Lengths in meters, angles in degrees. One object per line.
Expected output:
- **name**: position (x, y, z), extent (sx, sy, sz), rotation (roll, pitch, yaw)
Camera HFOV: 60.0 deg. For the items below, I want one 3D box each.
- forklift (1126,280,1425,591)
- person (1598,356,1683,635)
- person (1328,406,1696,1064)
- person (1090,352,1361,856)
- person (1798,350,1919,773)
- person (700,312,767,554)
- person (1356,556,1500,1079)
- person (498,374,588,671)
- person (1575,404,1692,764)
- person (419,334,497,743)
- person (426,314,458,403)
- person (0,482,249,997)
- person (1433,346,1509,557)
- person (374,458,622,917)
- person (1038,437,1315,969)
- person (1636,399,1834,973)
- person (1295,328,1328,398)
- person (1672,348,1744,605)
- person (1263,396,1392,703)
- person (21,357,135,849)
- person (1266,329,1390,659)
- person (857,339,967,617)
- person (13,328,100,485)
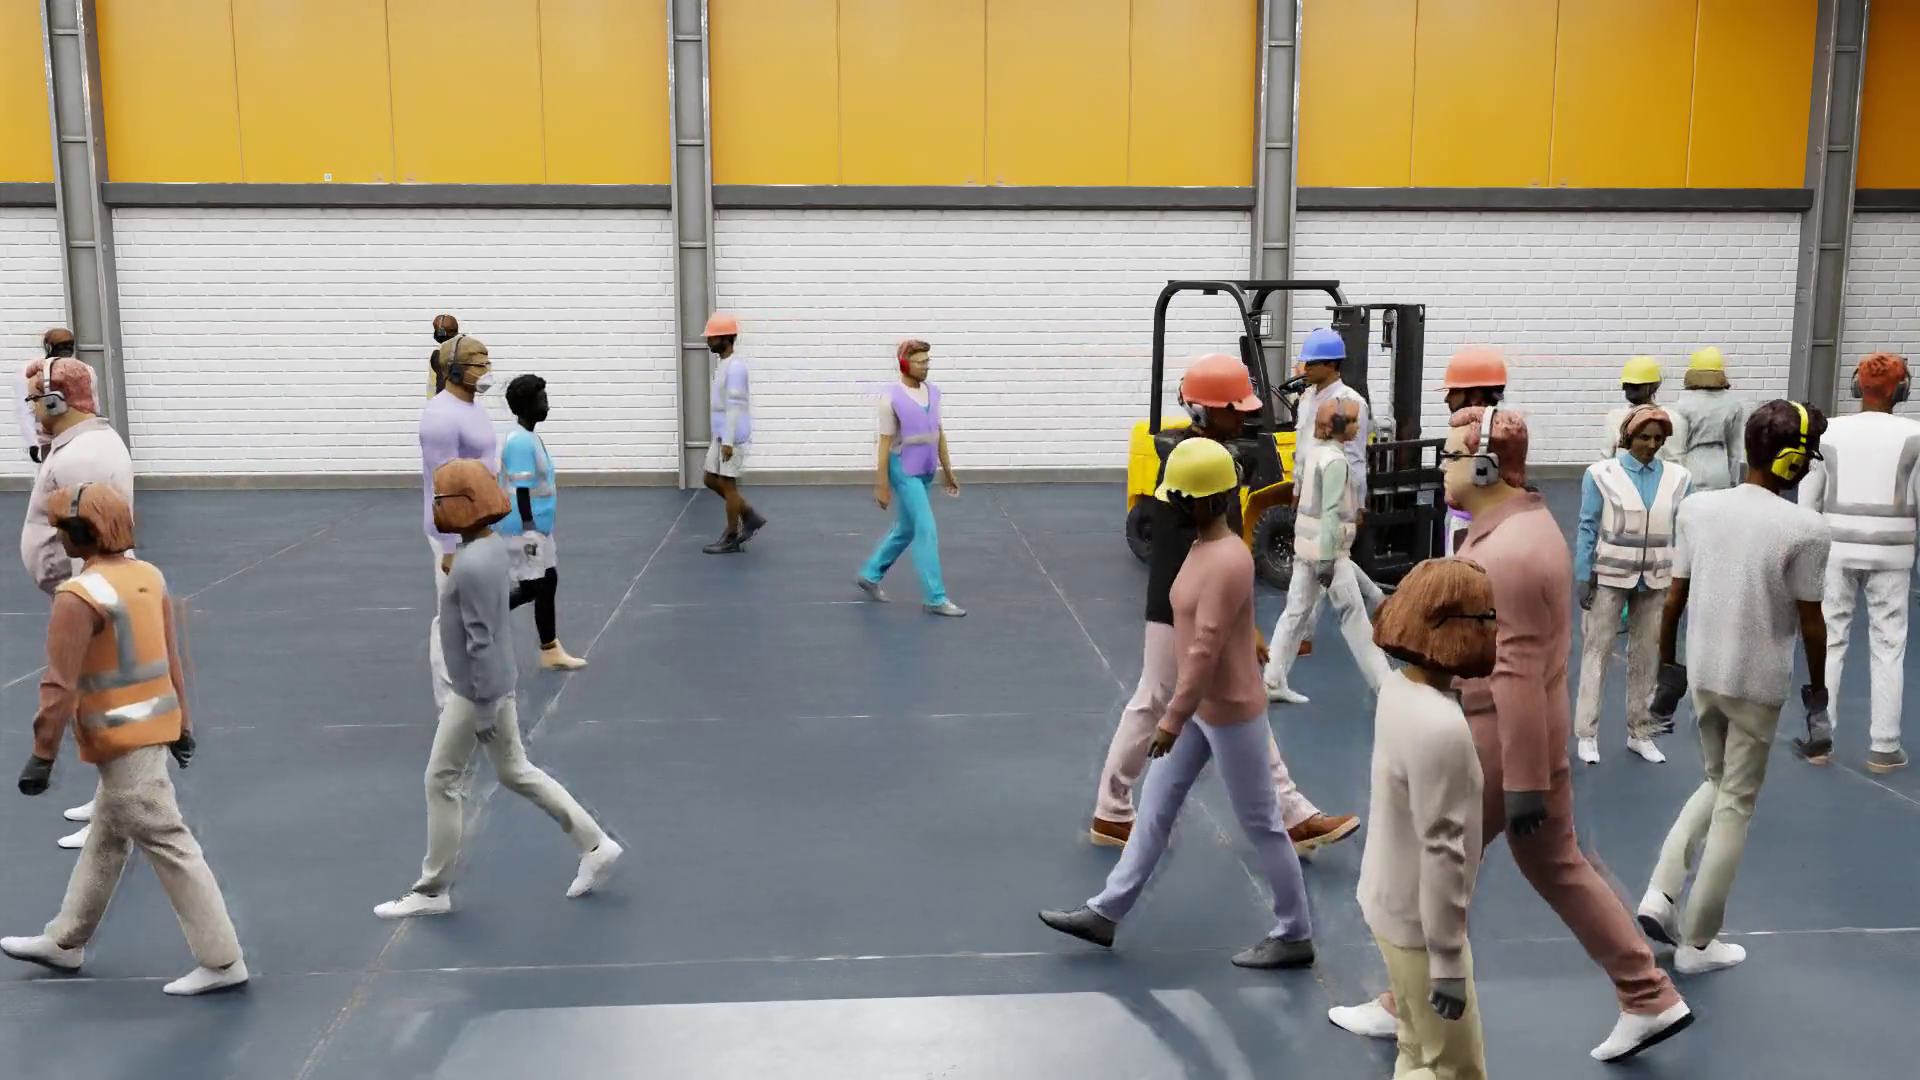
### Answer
- **forklift**: position (2.301, -0.860, 12.475), extent (1.214, 2.155, 2.313), rotation (-6, 11, -35)
- **person**: position (4.300, -0.298, 10.428), extent (0.879, 1.728, 0.530), rotation (-6, 11, -31)
- **person**: position (1.595, 0.555, 4.653), extent (0.955, 1.867, 0.652), rotation (4, 10, 25)
- **person**: position (0.956, 0.271, 6.200), extent (1.054, 1.926, 0.606), rotation (4, 10, 25)
- **person**: position (4.057, 0.096, 7.446), extent (0.583, 1.882, 0.337), rotation (7, 11, 36)
- **person**: position (-1.823, -0.841, 13.203), extent (0.455, 1.921, 0.548), rotation (-4, 10, -23)
- **person**: position (0.963, 0.832, 3.628), extent (0.495, 1.618, 0.519), rotation (1, 9, 6)
- **person**: position (-2.445, -0.080, 9.168), extent (0.646, 1.680, 0.540), rotation (-1, 9, -3)
- **person**: position (3.047, 0.201, 7.550), extent (0.514, 1.640, 0.310), rotation (0, 9, 0)
- **person**: position (-2.373, -0.013, 7.961), extent (0.352, 1.937, 0.635), rotation (0, 9, 0)
- **person**: position (-4.907, -1.248, 16.019), extent (0.429, 1.841, 0.634), rotation (1, 9, 8)
- **person**: position (-2.599, 0.621, 5.076), extent (0.847, 1.590, 0.521), rotation (0, 9, -3)
- **person**: position (2.128, 0.142, 7.071), extent (0.578, 1.920, 0.544), rotation (3, 10, 20)
- **person**: position (-1.607, 0.506, 5.759), extent (0.803, 1.601, 0.511), rotation (-1, 9, -8)
- **person**: position (0.731, 0.535, 5.231), extent (0.897, 1.713, 0.512), rotation (-1, 9, -7)
- **person**: position (2.444, 0.475, 5.219), extent (0.409, 1.841, 0.522), rotation (-5, 10, -29)
- **person**: position (3.591, -1.299, 16.818), extent (0.320, 1.689, 0.526), rotation (-5, 10, -30)
- **person**: position (4.975, -0.401, 11.069), extent (0.529, 1.729, 0.459), rotation (-1, 9, -4)
- **person**: position (1.949, 0.074, 8.475), extent (0.846, 1.596, 0.548), rotation (0, 9, -1)
- **person**: position (-3.417, 0.241, 6.490), extent (0.400, 1.902, 0.643), rotation (-3, 10, -21)
- **person**: position (2.209, -0.271, 9.676), extent (0.904, 1.919, 0.620), rotation (-3, 10, -18)
- **person**: position (-0.344, -0.425, 10.969), extent (0.914, 1.809, 0.571), rotation (5, 10, 30)
- **person**: position (-7.028, -0.756, 13.074), extent (0.631, 1.796, 0.939), rotation (-9, 13, -44)
